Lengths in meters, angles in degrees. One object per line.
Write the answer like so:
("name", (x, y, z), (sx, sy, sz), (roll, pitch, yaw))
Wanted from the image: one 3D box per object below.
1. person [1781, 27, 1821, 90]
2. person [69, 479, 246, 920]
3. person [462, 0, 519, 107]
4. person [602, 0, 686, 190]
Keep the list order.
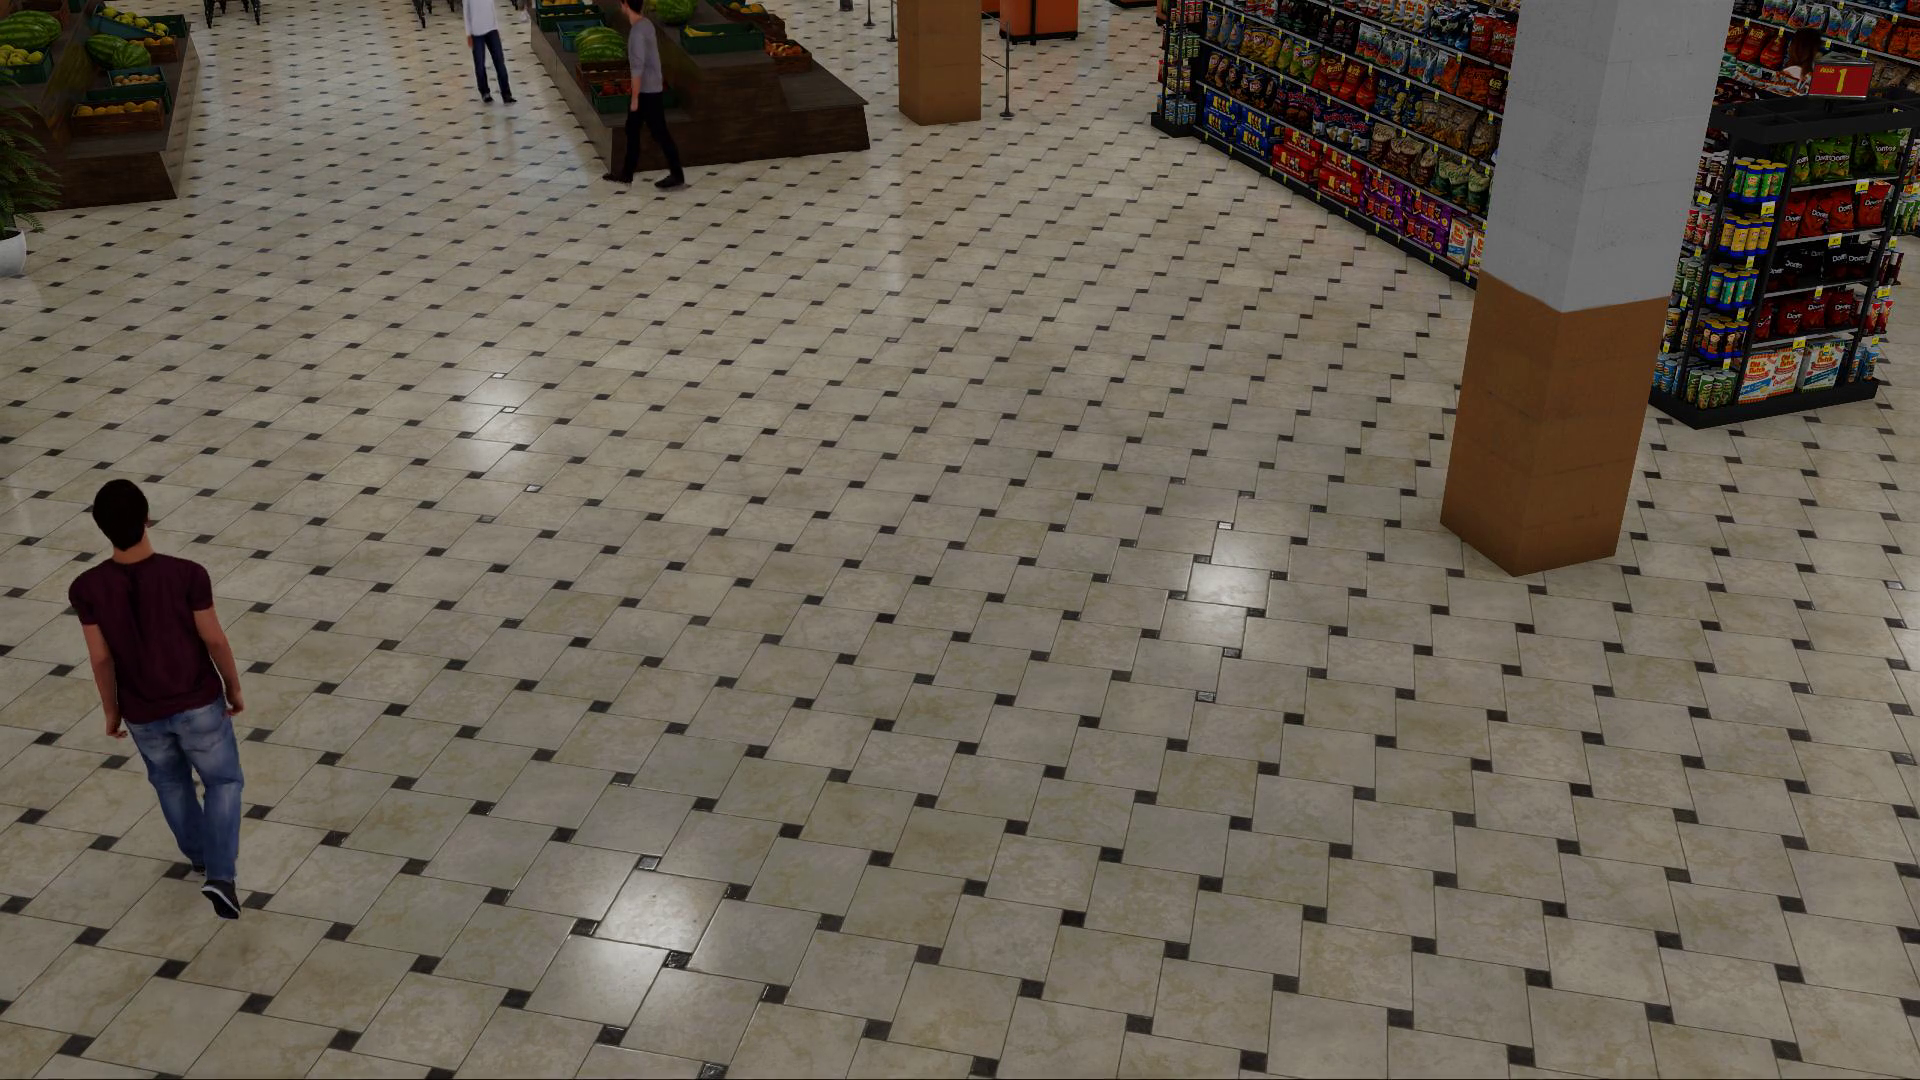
("person", (6.884, -3.360, 13.885), (0.644, 1.784, 0.596), (-17, 33, -28))
("person", (-3.076, 0.663, 6.466), (0.711, 1.833, 1.022), (-8, 30, -14))
("person", (-5.217, -5.518, 18.099), (0.677, 1.534, 0.937), (-17, 33, -28))
("person", (-2.762, -4.093, 15.213), (0.854, 1.799, 0.978), (-6, 29, -10))
